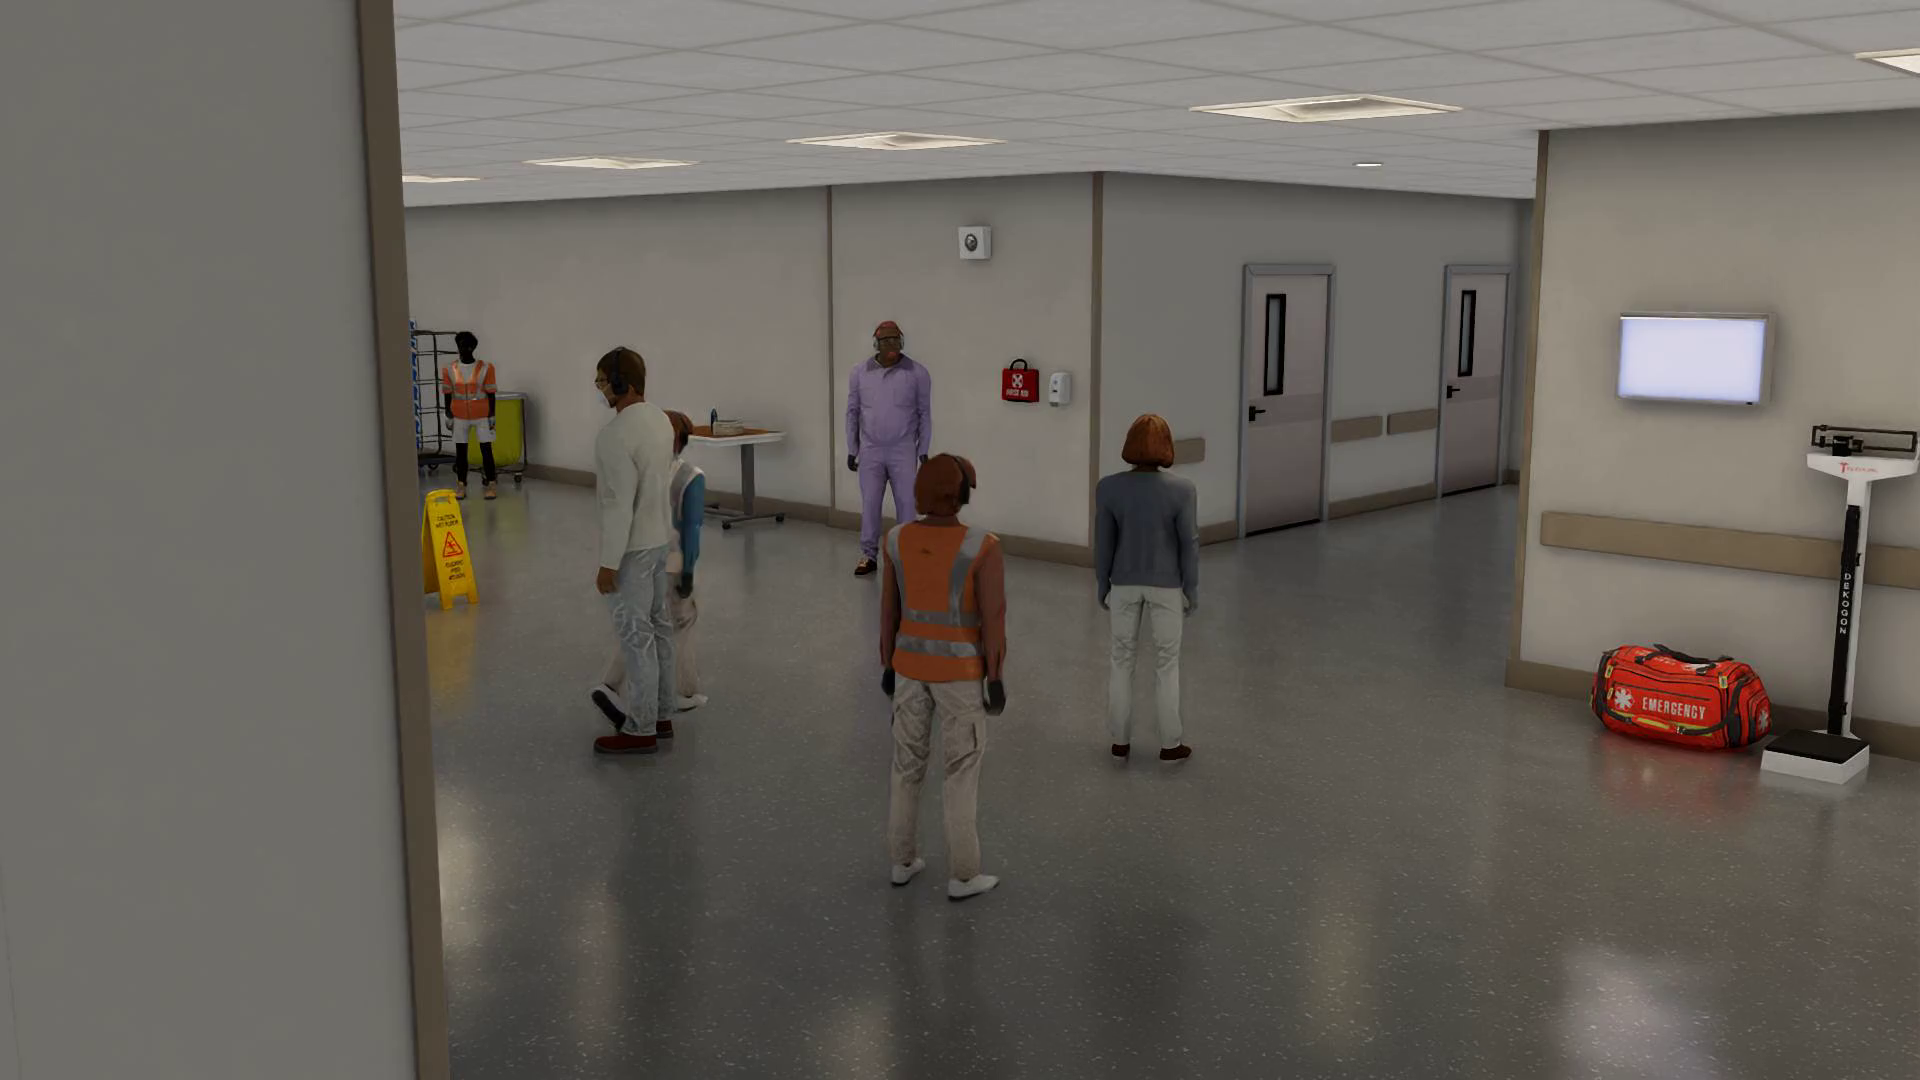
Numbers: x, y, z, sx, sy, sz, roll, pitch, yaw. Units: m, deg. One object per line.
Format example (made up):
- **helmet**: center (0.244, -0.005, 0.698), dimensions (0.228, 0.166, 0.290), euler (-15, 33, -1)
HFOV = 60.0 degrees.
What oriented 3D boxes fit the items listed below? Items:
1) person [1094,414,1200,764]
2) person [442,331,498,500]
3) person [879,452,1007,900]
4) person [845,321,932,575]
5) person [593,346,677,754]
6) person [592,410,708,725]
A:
- **person**: center (0.870, 0.230, 7.748), dimensions (0.498, 1.634, 0.280), euler (4, 10, 21)
- **person**: center (-4.862, -1.231, 16.547), dimensions (0.535, 1.687, 0.324), euler (-1, 9, -4)
- **person**: center (-0.072, 0.495, 6.131), dimensions (0.529, 1.633, 0.313), euler (6, 11, 32)
- **person**: center (-0.544, -0.683, 12.489), dimensions (0.651, 1.913, 0.410), euler (1, 9, 7)
- **person**: center (-1.559, 0.051, 7.917), dimensions (0.372, 1.938, 0.630), euler (2, 9, 10)
- **person**: center (-1.576, 0.147, 8.408), dimensions (0.523, 1.597, 0.774), euler (4, 10, 23)
